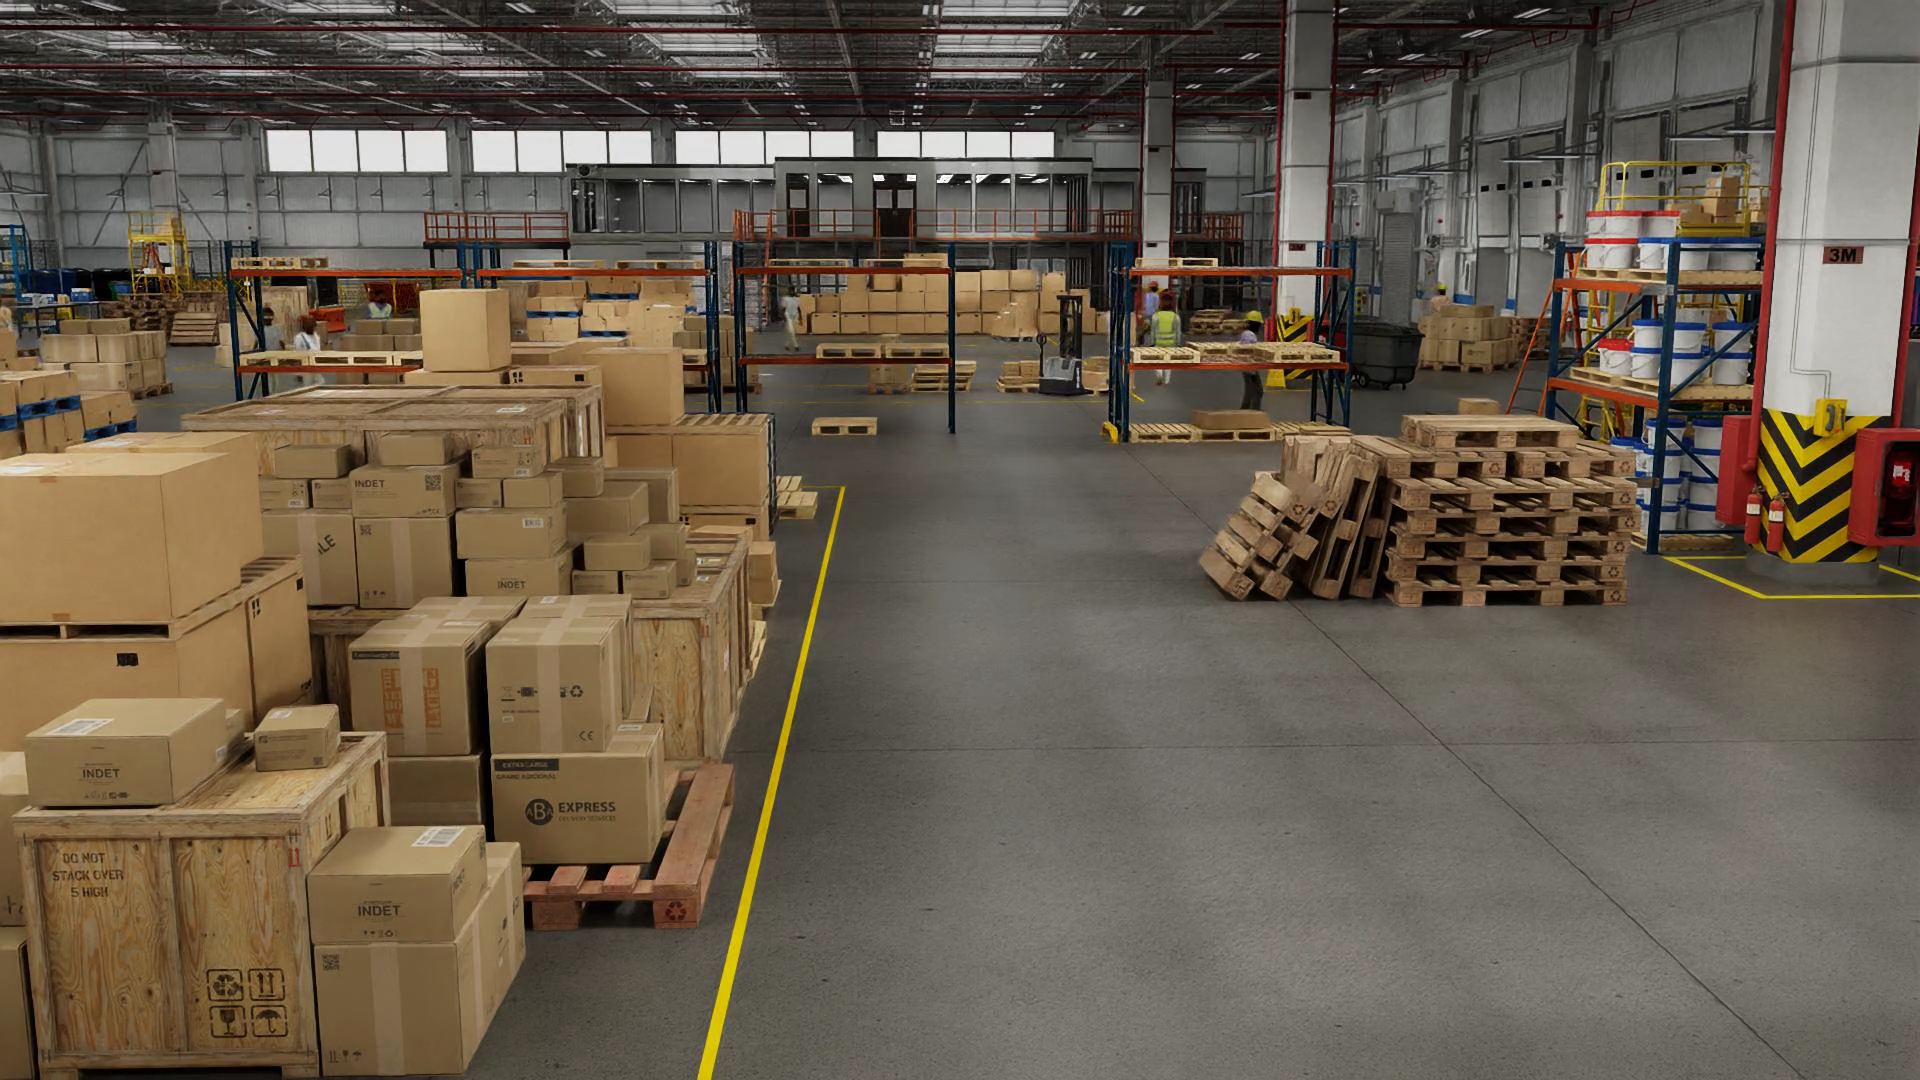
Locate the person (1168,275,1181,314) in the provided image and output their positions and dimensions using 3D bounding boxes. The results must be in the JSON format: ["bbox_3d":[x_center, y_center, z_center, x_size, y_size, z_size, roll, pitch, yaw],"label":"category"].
[{"bbox_3d":[8.295,-9.514,64.814,0.586,1.854,0.798,-3,10,-14],"label":"person"}]

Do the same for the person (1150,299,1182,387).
[{"bbox_3d":[4.339,-4.144,35.000,0.661,1.825,0.555,2,10,9],"label":"person"}]

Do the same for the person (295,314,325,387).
[{"bbox_3d":[-10.812,-2.811,27.493,0.820,1.863,0.591,3,11,16],"label":"person"}]

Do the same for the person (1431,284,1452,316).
[{"bbox_3d":[12.989,-5.946,44.811,0.614,1.905,0.654,9,14,41],"label":"person"}]

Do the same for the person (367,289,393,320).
[{"bbox_3d":[-13.863,-5.043,39.797,0.611,1.900,0.567,-5,12,-28],"label":"person"}]

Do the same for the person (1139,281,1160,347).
[{"bbox_3d":[5.523,-6.528,48.054,0.641,1.919,0.544,-8,13,-39],"label":"person"}]

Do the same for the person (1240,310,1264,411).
[{"bbox_3d":[4.849,-2.806,27.304,0.516,1.905,0.631,3,11,17],"label":"person"}]

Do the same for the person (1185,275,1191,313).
[{"bbox_3d":[9.726,-10.720,71.169,0.395,1.993,0.616,2,10,10],"label":"person"}]

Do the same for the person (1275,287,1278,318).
[{"bbox_3d":[11.350,-8.410,58.848,0.462,1.803,0.658,-1,10,-5],"label":"person"}]

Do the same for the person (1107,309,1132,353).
[{"bbox_3d":[3.331,-4.150,34.749,0.430,1.922,0.628,8,13,39],"label":"person"}]

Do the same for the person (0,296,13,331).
[{"bbox_3d":[-21.325,-4.546,36.976,0.569,1.921,0.421,0,10,-2],"label":"person"}]

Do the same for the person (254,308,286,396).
[{"bbox_3d":[-12.414,-3.255,29.977,0.566,1.848,0.670,-6,12,-31],"label":"person"}]

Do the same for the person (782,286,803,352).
[{"bbox_3d":[-4.617,-6.101,45.933,0.541,1.815,1.005,-8,13,-36],"label":"person"}]

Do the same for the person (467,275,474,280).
[{"bbox_3d":[-20.321,-10.212,68.776,0.506,1.839,0.343,-2,10,-10],"label":"person"}]

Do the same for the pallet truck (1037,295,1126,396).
[{"bbox_3d":[2.483,-3.881,33.060,1.885,1.965,0.823,-7,13,-36],"label":"pallet truck"}]
